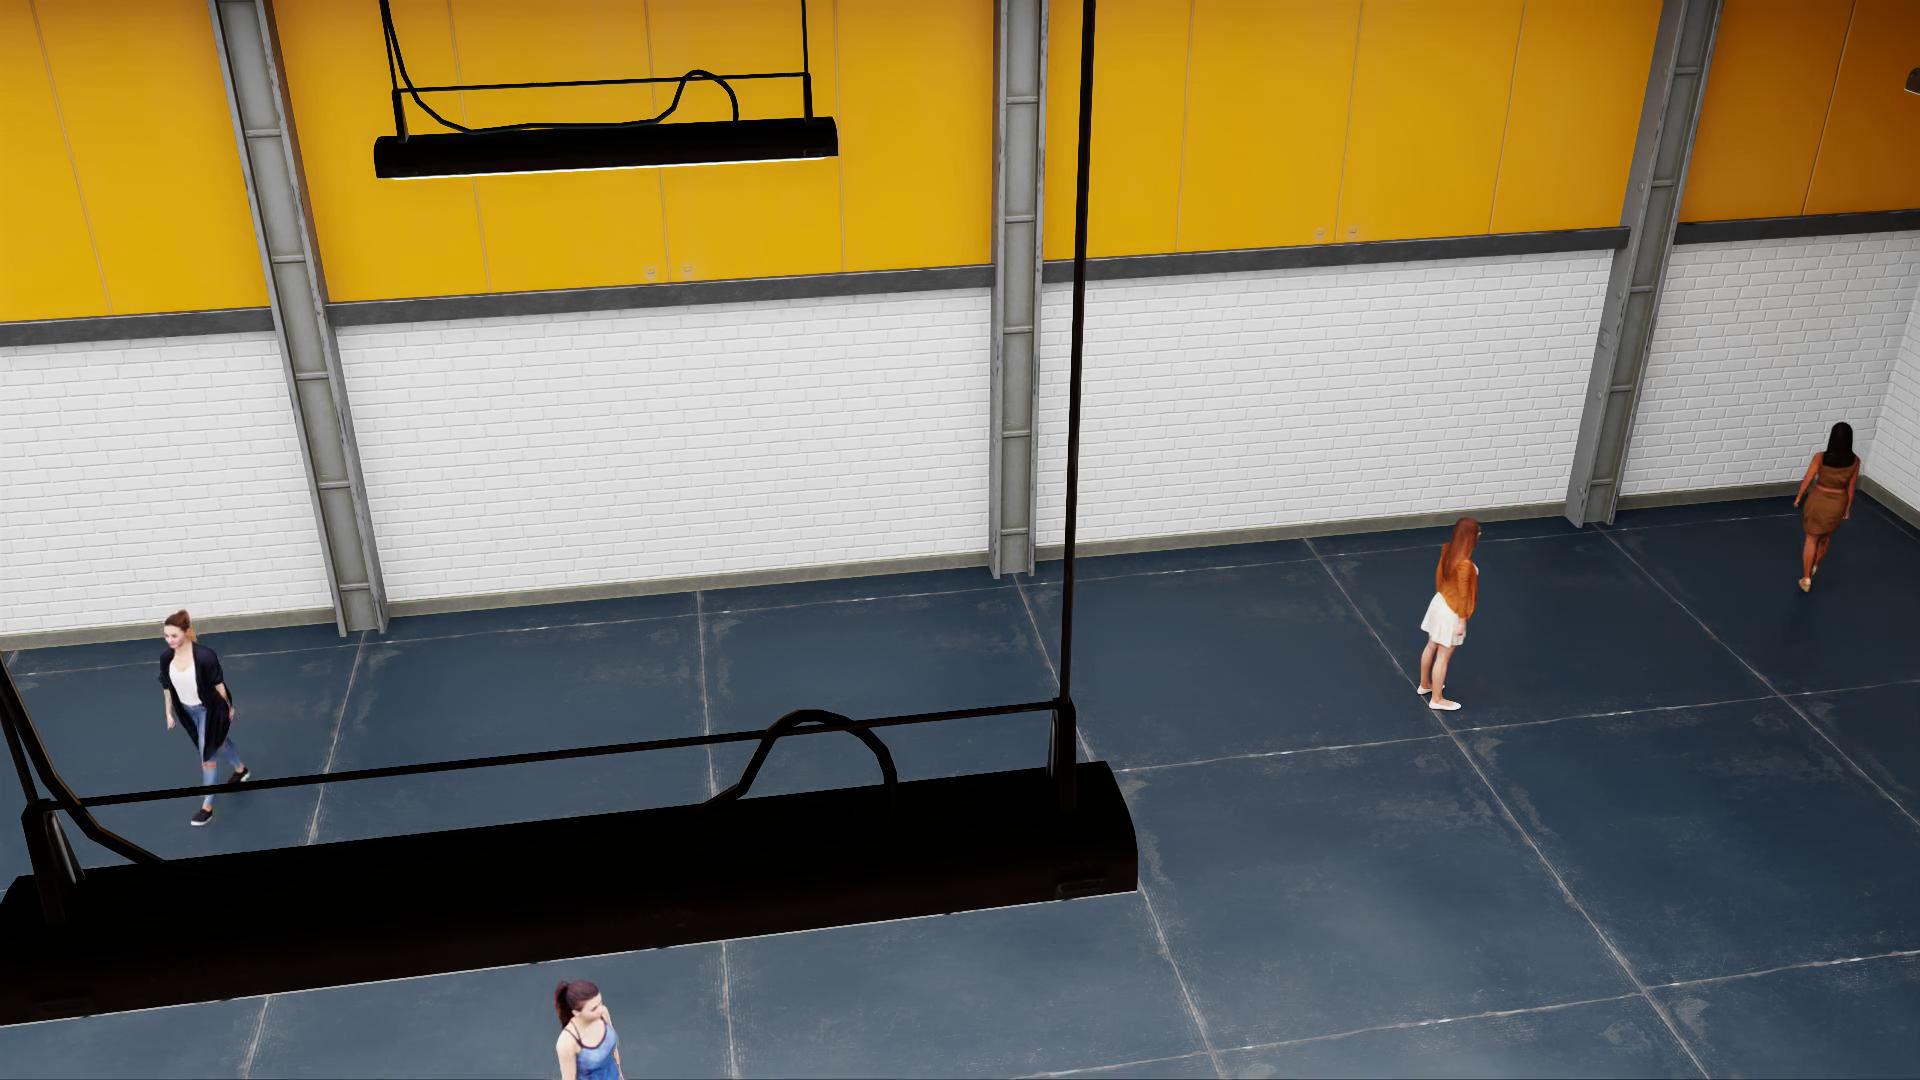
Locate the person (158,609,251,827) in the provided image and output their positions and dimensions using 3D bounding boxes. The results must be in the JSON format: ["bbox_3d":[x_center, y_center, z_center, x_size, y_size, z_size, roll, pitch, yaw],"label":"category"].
[{"bbox_3d":[-5.659,1.241,12.562,1.061,1.648,0.950,6,29,10],"label":"person"}]

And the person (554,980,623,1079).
[{"bbox_3d":[-2.063,3.060,9.279,0.983,1.598,0.868,13,31,22],"label":"person"}]

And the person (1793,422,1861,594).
[{"bbox_3d":[7.965,-0.261,15.288,0.759,1.675,0.795,6,29,12],"label":"person"}]

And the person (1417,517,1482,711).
[{"bbox_3d":[4.014,0.584,13.689,0.559,1.722,0.605,-4,29,-8],"label":"person"}]
